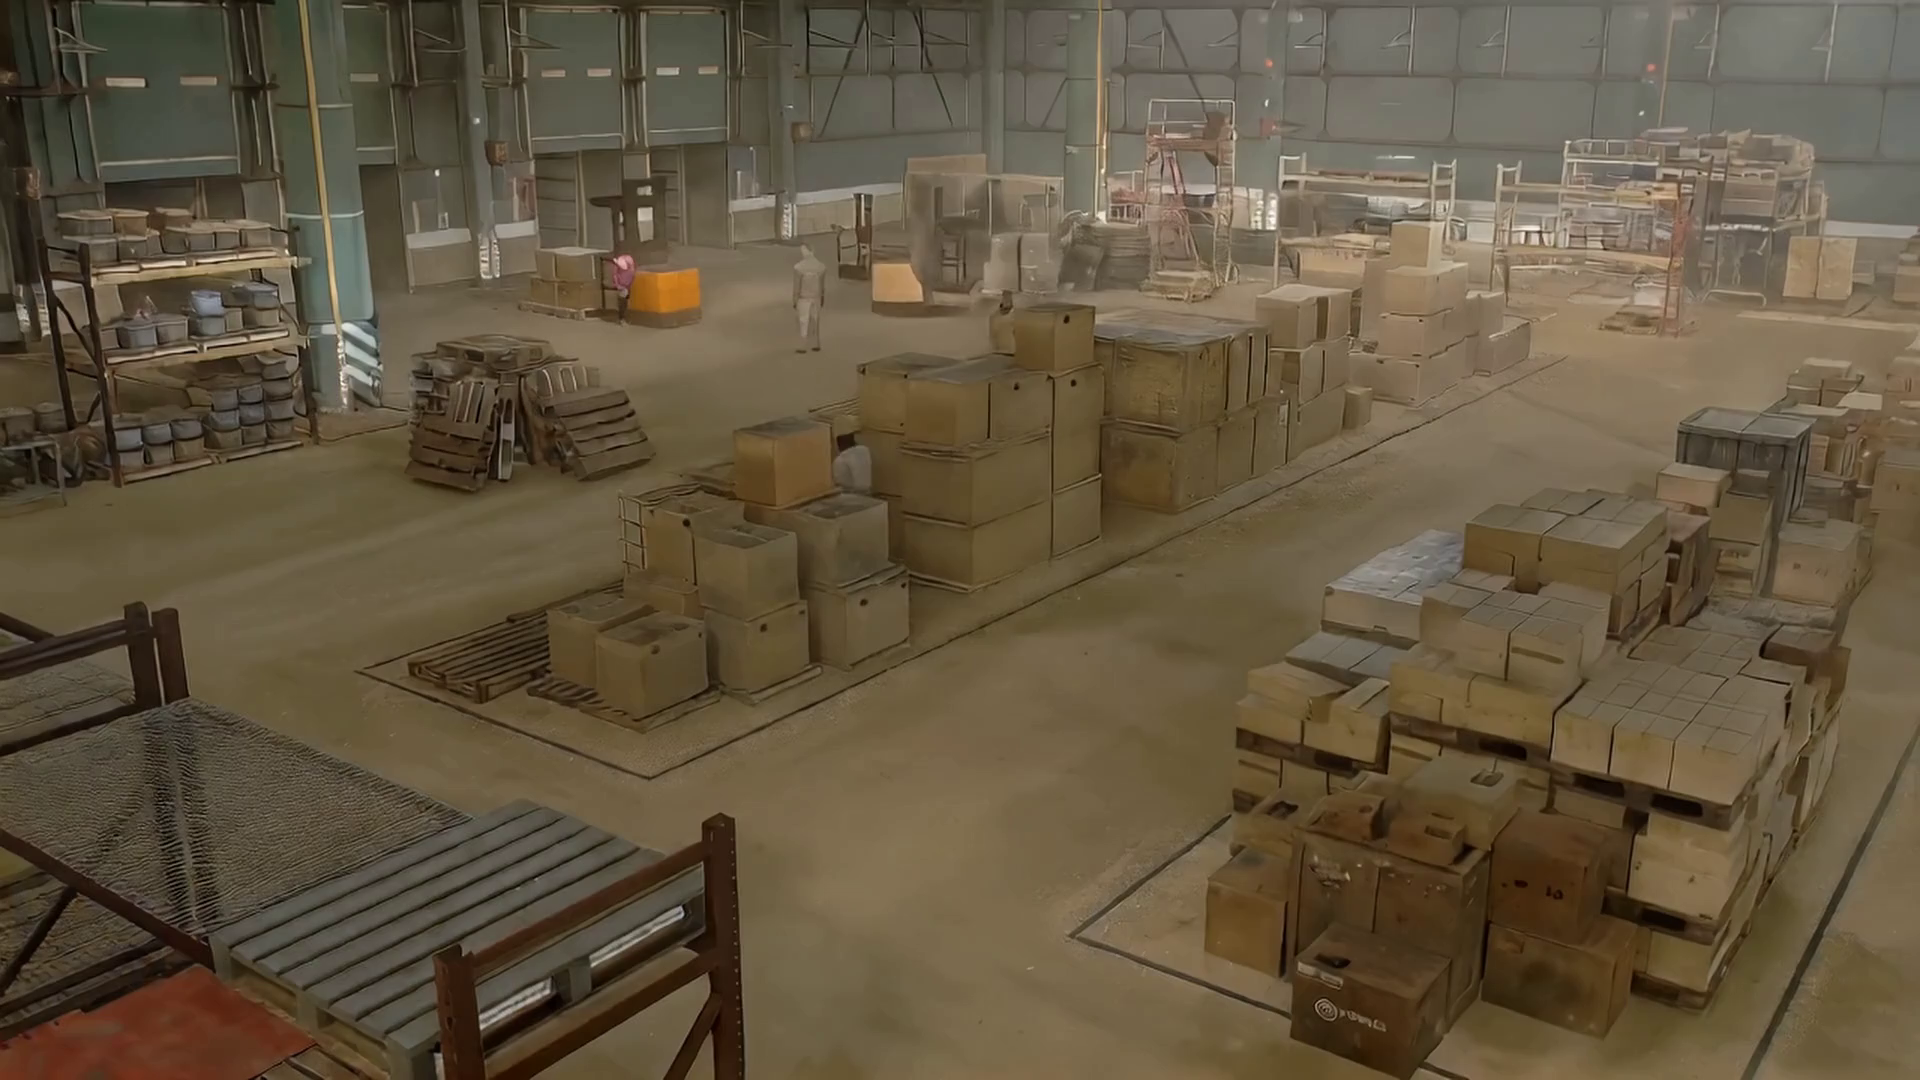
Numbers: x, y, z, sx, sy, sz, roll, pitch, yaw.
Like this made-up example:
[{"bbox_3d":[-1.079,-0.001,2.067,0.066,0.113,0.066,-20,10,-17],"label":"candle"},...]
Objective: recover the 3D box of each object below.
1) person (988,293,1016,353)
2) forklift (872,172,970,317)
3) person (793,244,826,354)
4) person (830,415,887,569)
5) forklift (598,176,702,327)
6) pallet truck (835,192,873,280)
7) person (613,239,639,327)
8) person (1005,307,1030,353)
[{"bbox_3d":[0.720,-2.685,24.367,0.648,1.901,0.690,15,22,41],"label":"person"},{"bbox_3d":[-0.798,-5.988,33.602,1.873,2.768,1.129,3,17,9],"label":"forklift"},{"bbox_3d":[-2.668,-4.277,29.569,0.635,1.928,0.381,-10,19,-29],"label":"person"},{"bbox_3d":[-1.009,-0.316,16.513,0.911,1.894,0.595,11,20,32],"label":"person"},{"bbox_3d":[-6.123,-5.702,32.655,1.873,2.768,1.129,12,21,35],"label":"forklift"},{"bbox_3d":[-1.936,-7.159,38.982,1.885,1.965,0.823,-12,21,-34],"label":"pallet truck"},{"bbox_3d":[-6.508,-5.026,32.438,0.319,1.694,0.532,13,21,37],"label":"person"},{"bbox_3d":[0.869,-2.226,22.797,0.540,1.920,0.426,11,20,33],"label":"person"}]
